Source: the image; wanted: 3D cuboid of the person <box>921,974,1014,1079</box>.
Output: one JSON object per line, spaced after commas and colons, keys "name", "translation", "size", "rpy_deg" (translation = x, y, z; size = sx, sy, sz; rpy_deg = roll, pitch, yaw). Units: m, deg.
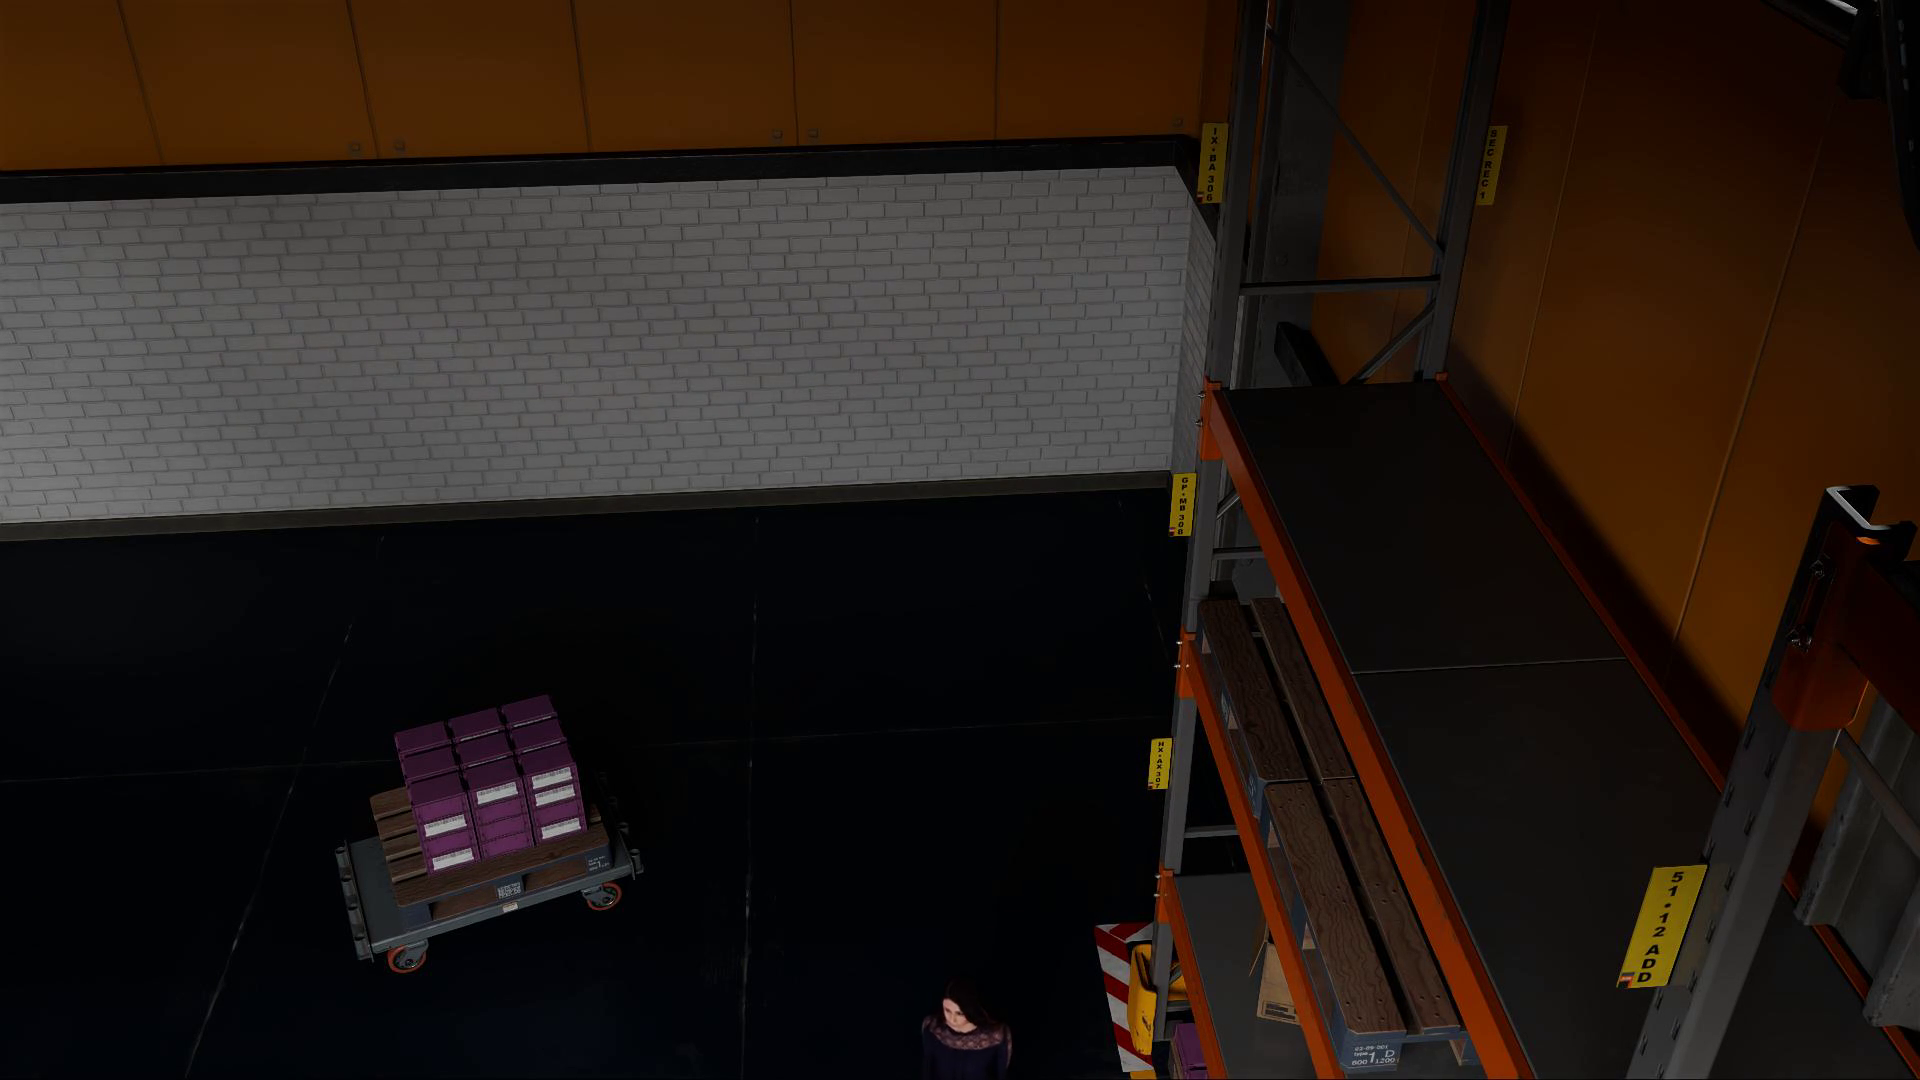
{"name": "person", "translation": [0.043, 2.638, 7.945], "size": [0.751, 1.596, 0.906], "rpy_deg": [8, 34, 12]}
